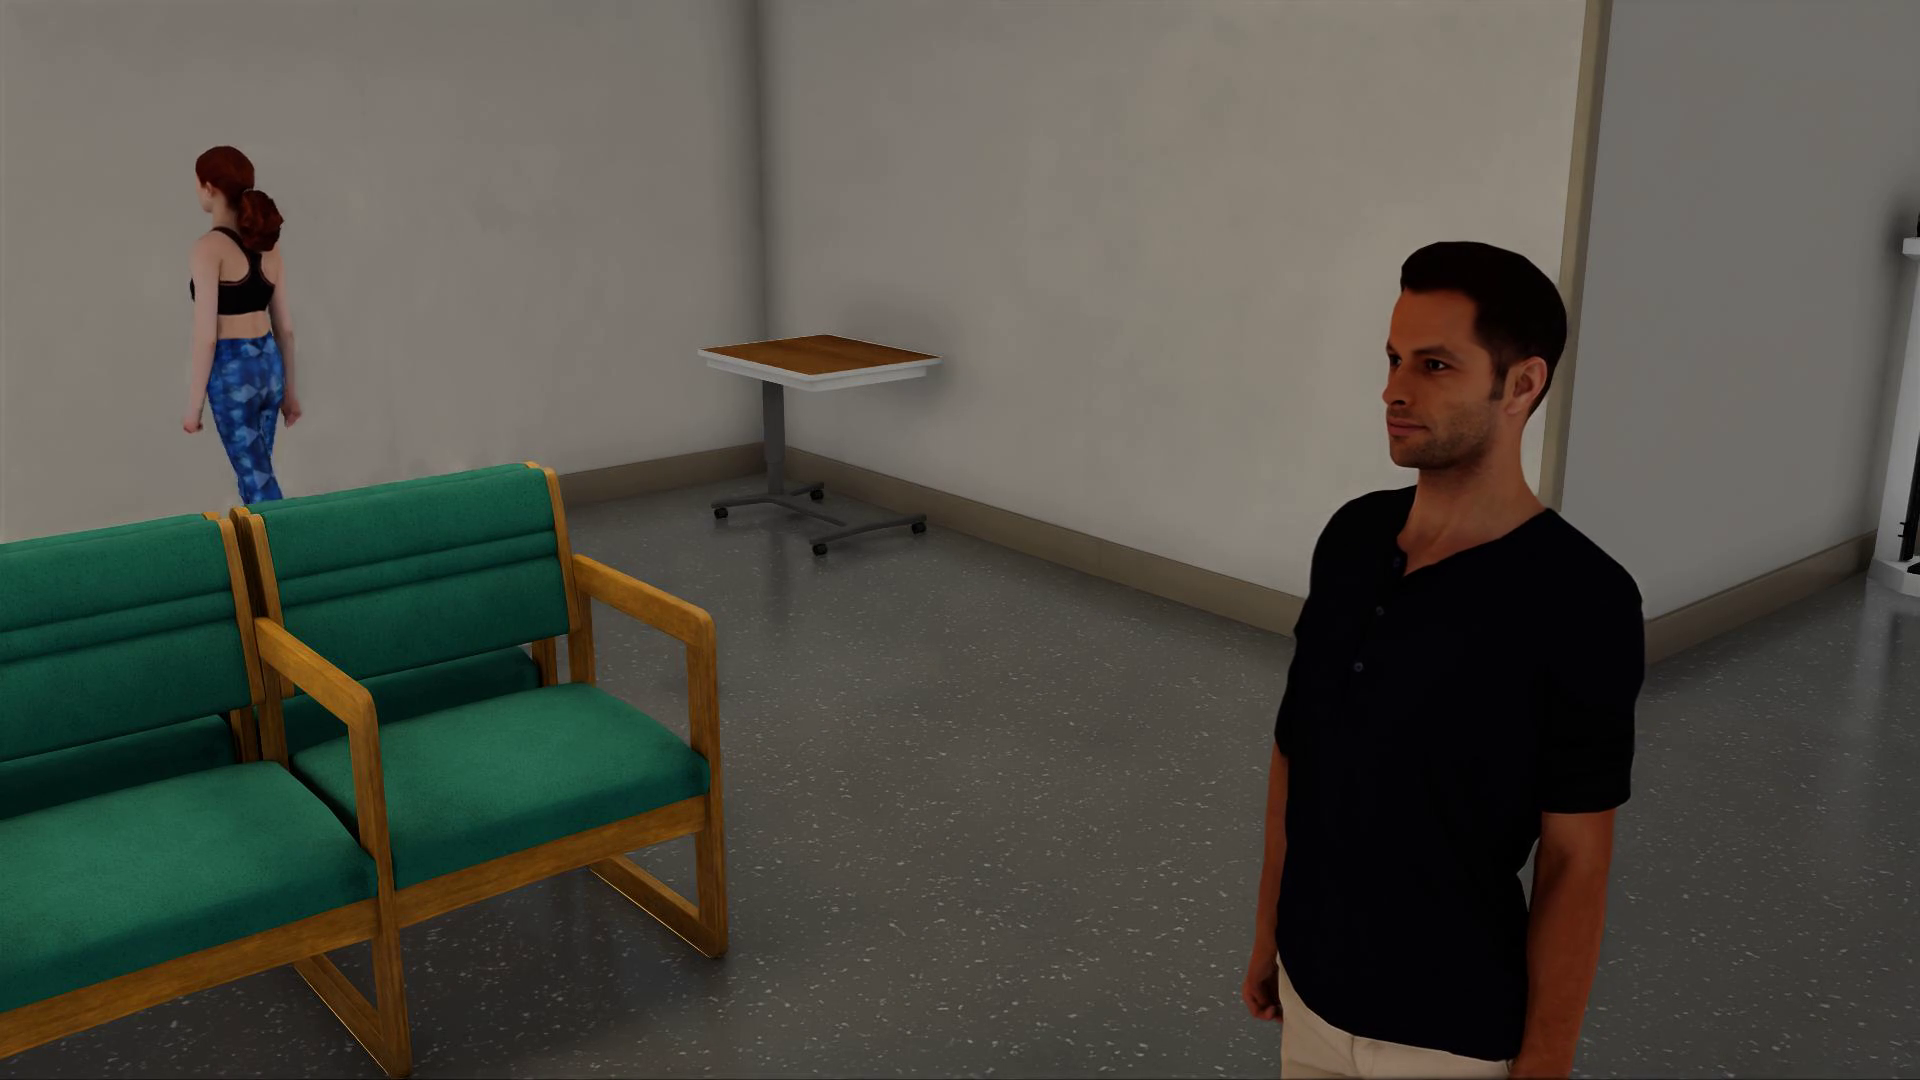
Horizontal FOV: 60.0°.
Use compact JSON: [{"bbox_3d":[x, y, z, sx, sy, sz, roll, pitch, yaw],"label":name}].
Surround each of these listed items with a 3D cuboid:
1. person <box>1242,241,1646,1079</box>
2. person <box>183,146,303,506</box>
[{"bbox_3d":[0.571,0.560,2.076,0.698,1.859,0.467,-11,19,-35],"label":"person"},{"bbox_3d":[-2.514,-0.488,5.939,0.951,1.780,0.828,5,16,16],"label":"person"}]
